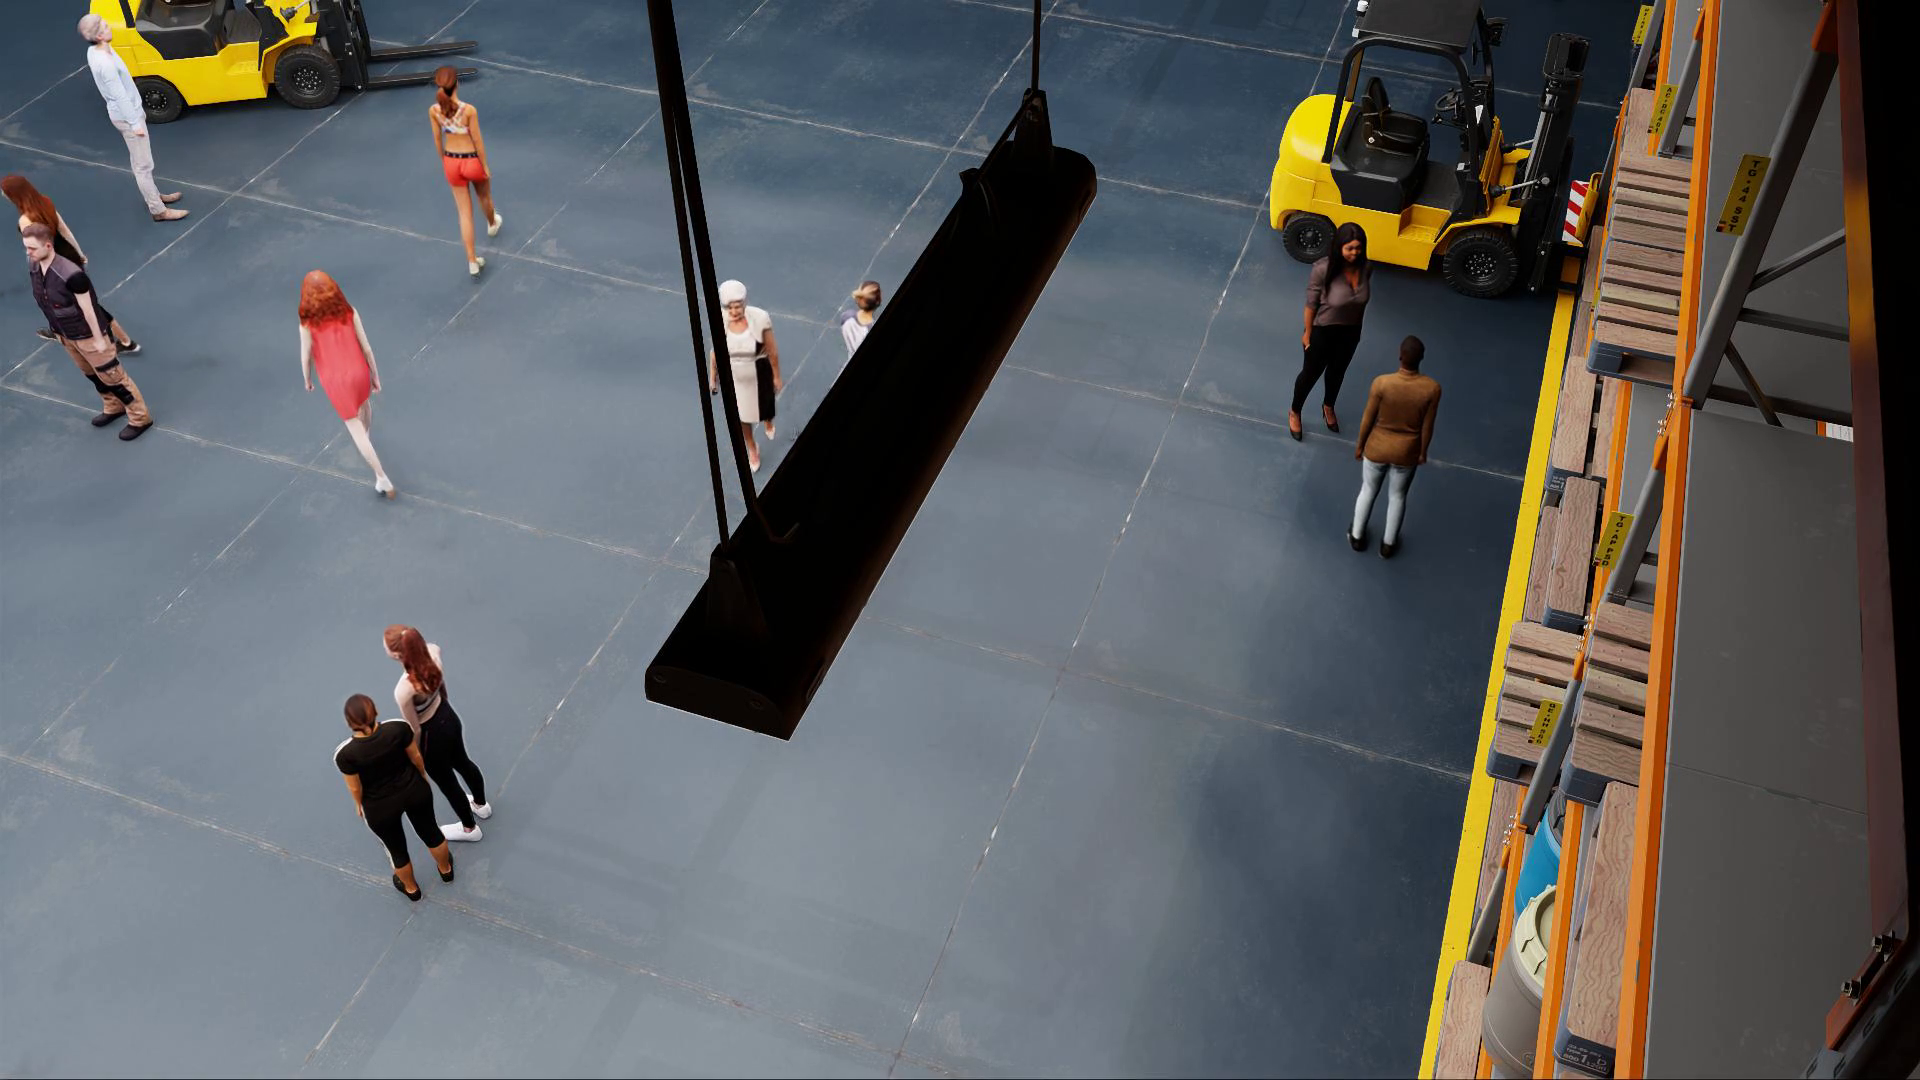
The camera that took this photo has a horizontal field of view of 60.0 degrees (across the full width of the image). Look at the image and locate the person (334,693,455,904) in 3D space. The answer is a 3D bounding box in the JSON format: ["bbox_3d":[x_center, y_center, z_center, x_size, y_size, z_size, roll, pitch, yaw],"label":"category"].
[{"bbox_3d":[-3.159,1.424,9.285,0.638,1.668,0.731,-27,50,-26],"label":"person"}]

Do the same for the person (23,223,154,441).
[{"bbox_3d":[-6.469,-1.567,12.298,0.696,1.841,0.621,19,47,19],"label":"person"}]

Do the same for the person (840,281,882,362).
[{"bbox_3d":[-0.708,-1.141,12.025,0.693,1.602,0.933,27,50,26],"label":"person"}]

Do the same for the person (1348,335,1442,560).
[{"bbox_3d":[2.949,-0.615,11.317,0.659,1.816,0.589,10,44,10],"label":"person"}]

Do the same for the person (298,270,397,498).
[{"bbox_3d":[-4.313,-1.053,11.799,1.124,1.785,1.061,-28,50,-27],"label":"person"}]

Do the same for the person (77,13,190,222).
[{"bbox_3d":[-7.245,-3.684,14.482,0.801,1.895,0.745,-19,47,-19],"label":"person"}]

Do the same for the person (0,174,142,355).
[{"bbox_3d":[-6.904,-2.113,12.981,0.888,1.690,1.079,2,44,2],"label":"person"}]

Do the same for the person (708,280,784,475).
[{"bbox_3d":[-1.525,-1.228,12.029,0.828,1.722,0.927,2,44,3],"label":"person"}]

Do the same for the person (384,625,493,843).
[{"bbox_3d":[-3.007,1.106,9.563,0.665,1.744,0.471,10,44,10],"label":"person"}]

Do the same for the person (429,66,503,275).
[{"bbox_3d":[-4.175,-3.063,13.942,0.871,1.741,1.216,1,44,1],"label":"person"}]

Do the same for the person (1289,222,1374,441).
[{"bbox_3d":[2.737,-1.544,12.274,0.750,1.842,0.790,-12,45,-13],"label":"person"}]
